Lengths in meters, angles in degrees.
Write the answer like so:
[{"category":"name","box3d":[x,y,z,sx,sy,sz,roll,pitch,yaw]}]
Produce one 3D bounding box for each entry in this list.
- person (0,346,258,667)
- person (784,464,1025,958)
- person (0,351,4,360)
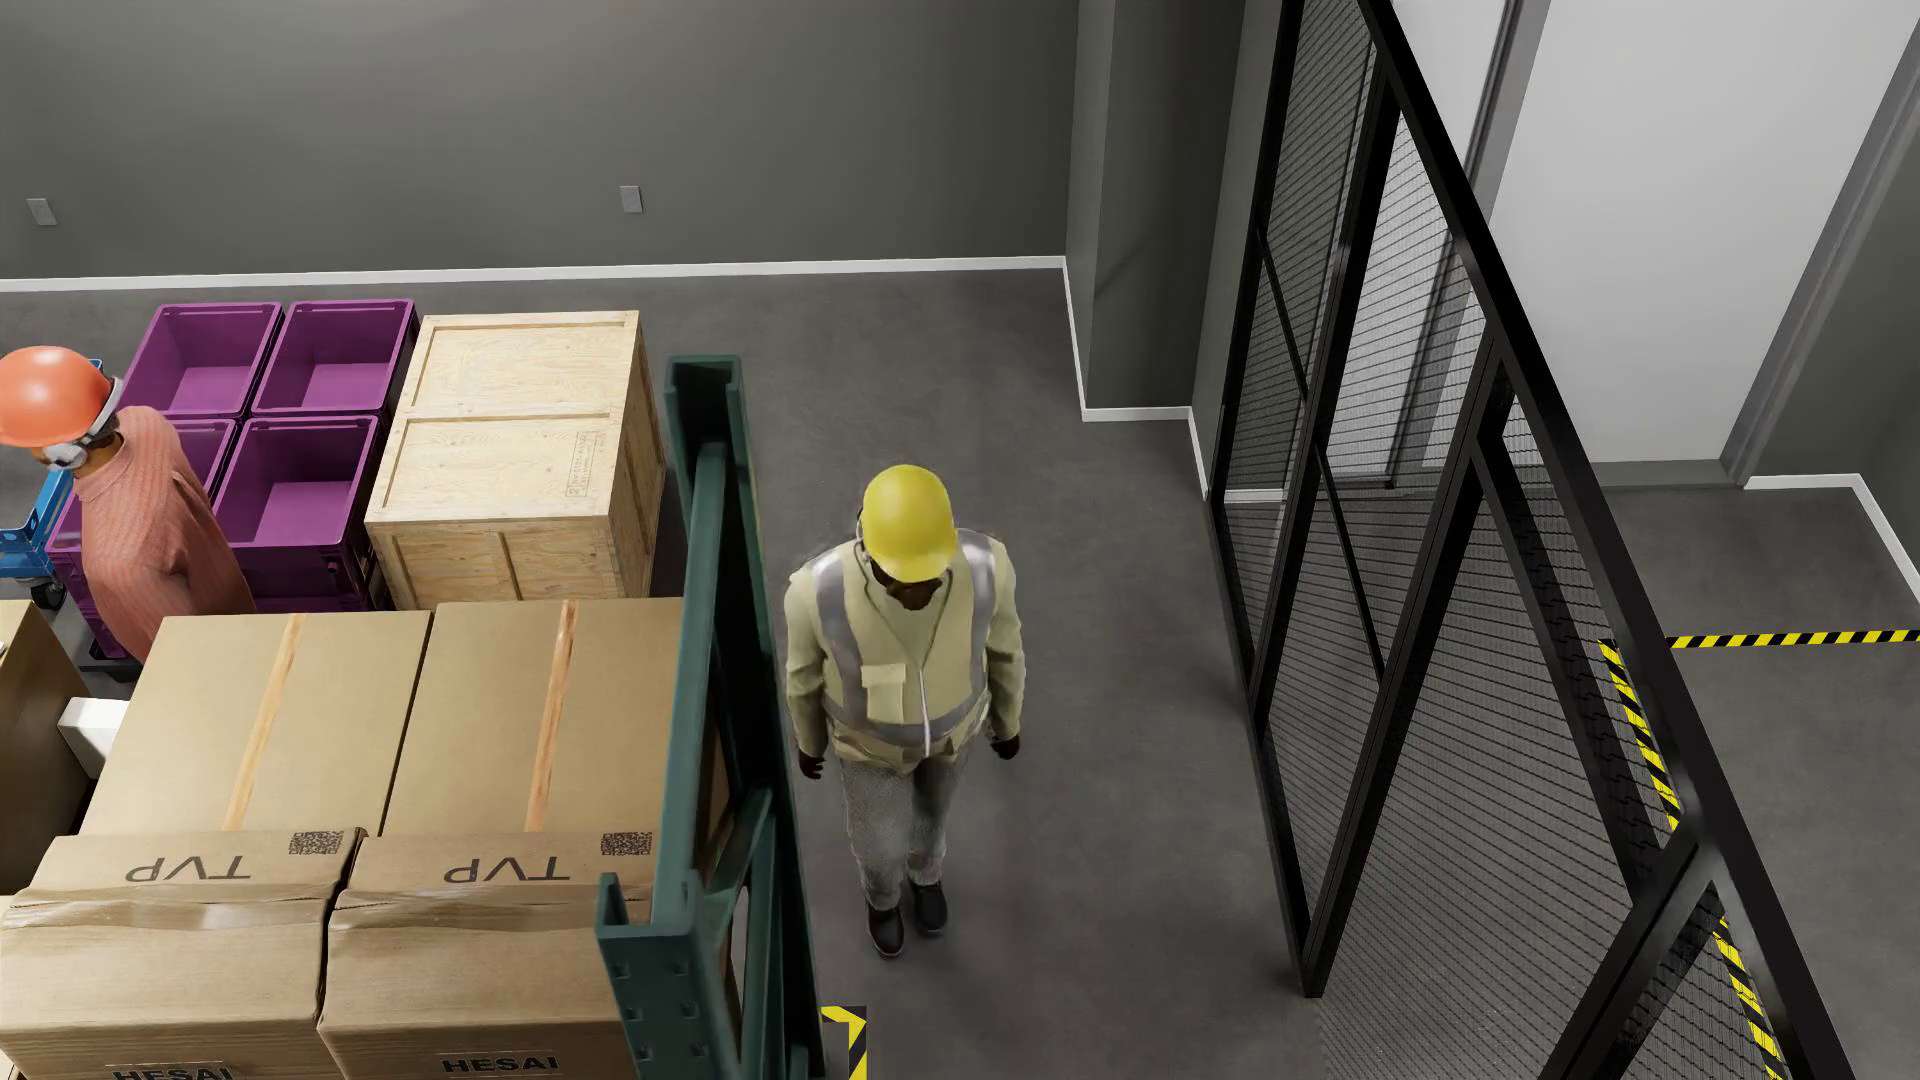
[{"category":"person","box3d":[-2.069,0.266,4.465,0.398,1.989,0.623,-12,48,-11]},{"category":"person","box3d":[-0.116,0.504,4.354,0.618,1.818,0.497,-13,48,-12]},{"category":"person","box3d":[-4.038,-1.268,5.967,0.372,1.940,0.632,-4,46,-3]}]
